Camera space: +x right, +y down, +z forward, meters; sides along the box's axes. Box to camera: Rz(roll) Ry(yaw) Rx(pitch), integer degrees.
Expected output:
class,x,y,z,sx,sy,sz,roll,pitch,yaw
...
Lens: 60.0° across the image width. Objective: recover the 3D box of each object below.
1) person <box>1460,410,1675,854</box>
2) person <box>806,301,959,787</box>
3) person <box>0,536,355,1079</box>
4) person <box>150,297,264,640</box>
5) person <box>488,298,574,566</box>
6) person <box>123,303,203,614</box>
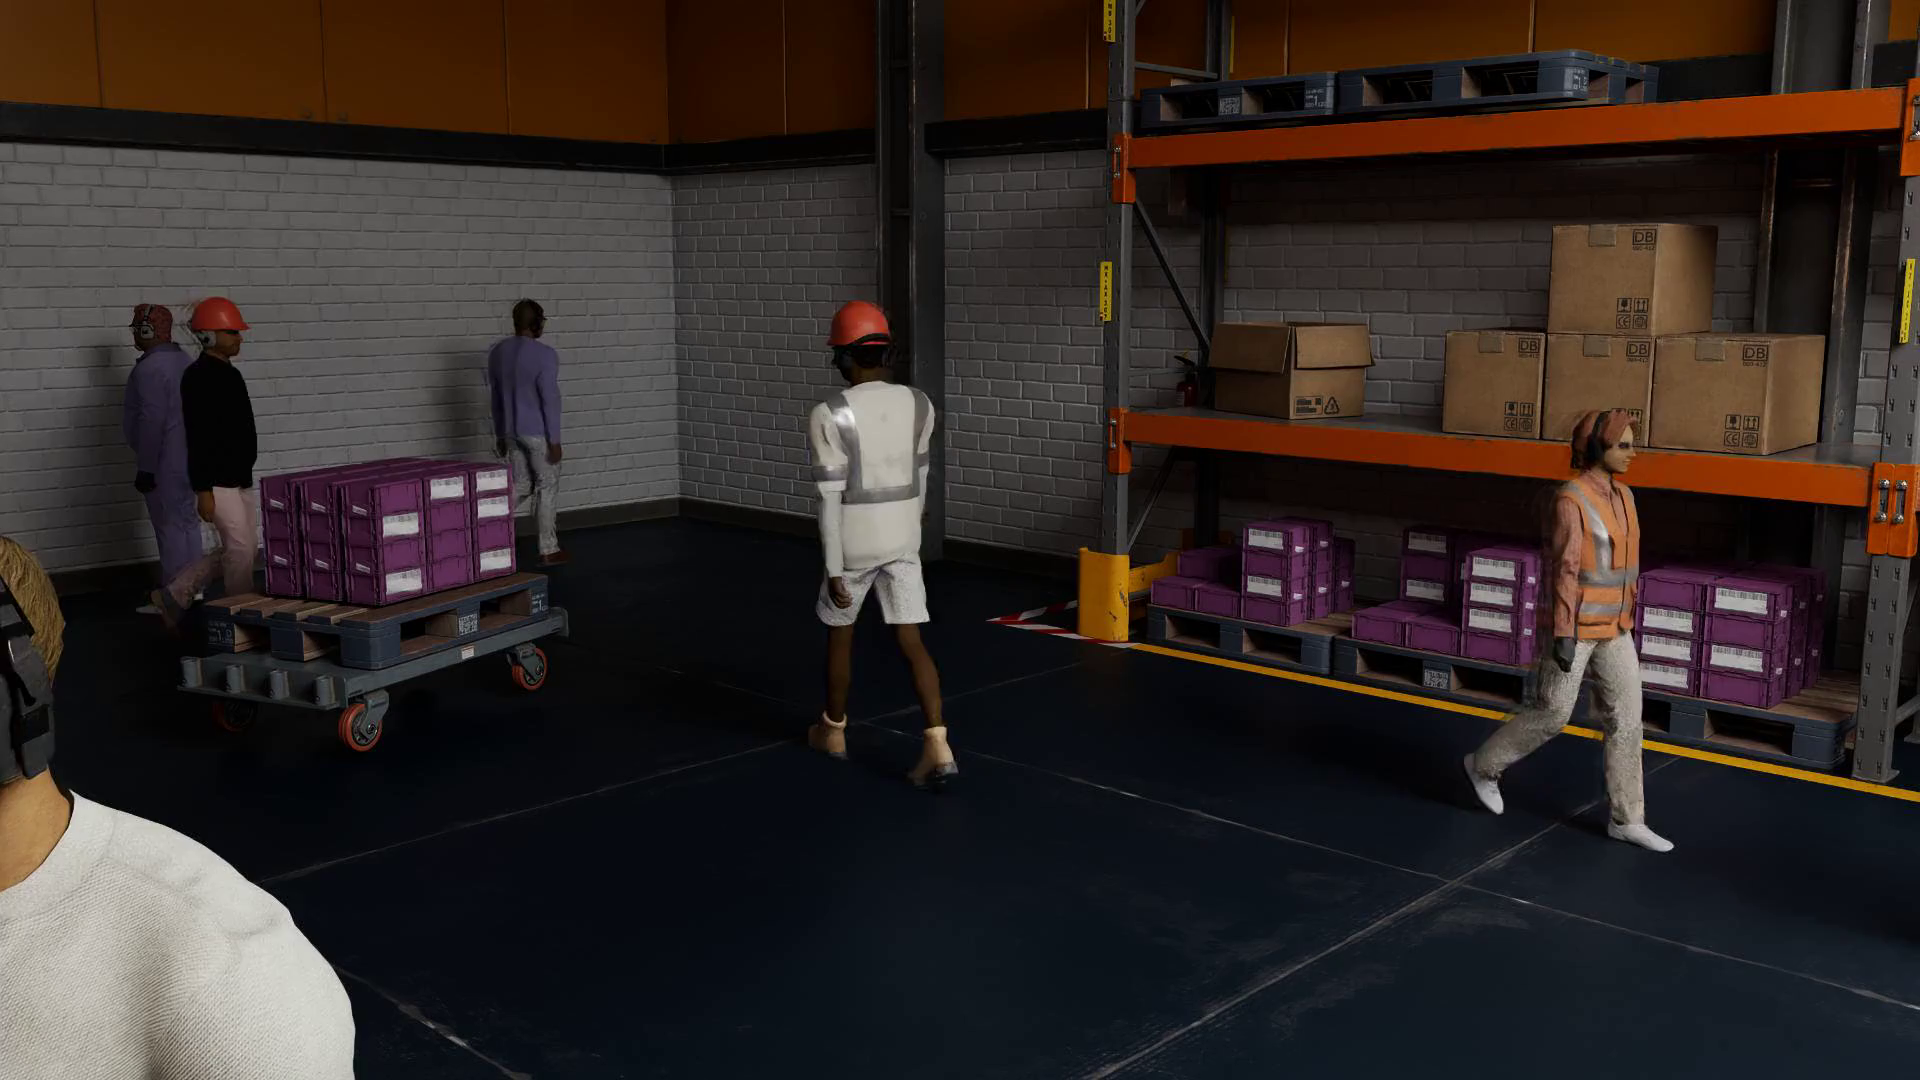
class,x,y,z,sx,sy,sz,roll,pitch,yaw
person,2.286,0.312,6.182,0.520,1.610,0.760,-8,12,-39
person,-0.340,0.014,6.895,0.603,2.004,1.053,-6,11,-31
person,-0.822,0.920,1.480,0.637,1.938,0.355,2,10,15
person,-4.093,-0.337,9.088,0.741,1.974,0.621,0,9,-1
person,-3.098,-0.733,11.715,0.634,1.923,0.693,6,11,33
person,-4.940,-0.500,10.291,0.410,1.909,0.642,-1,9,-6
